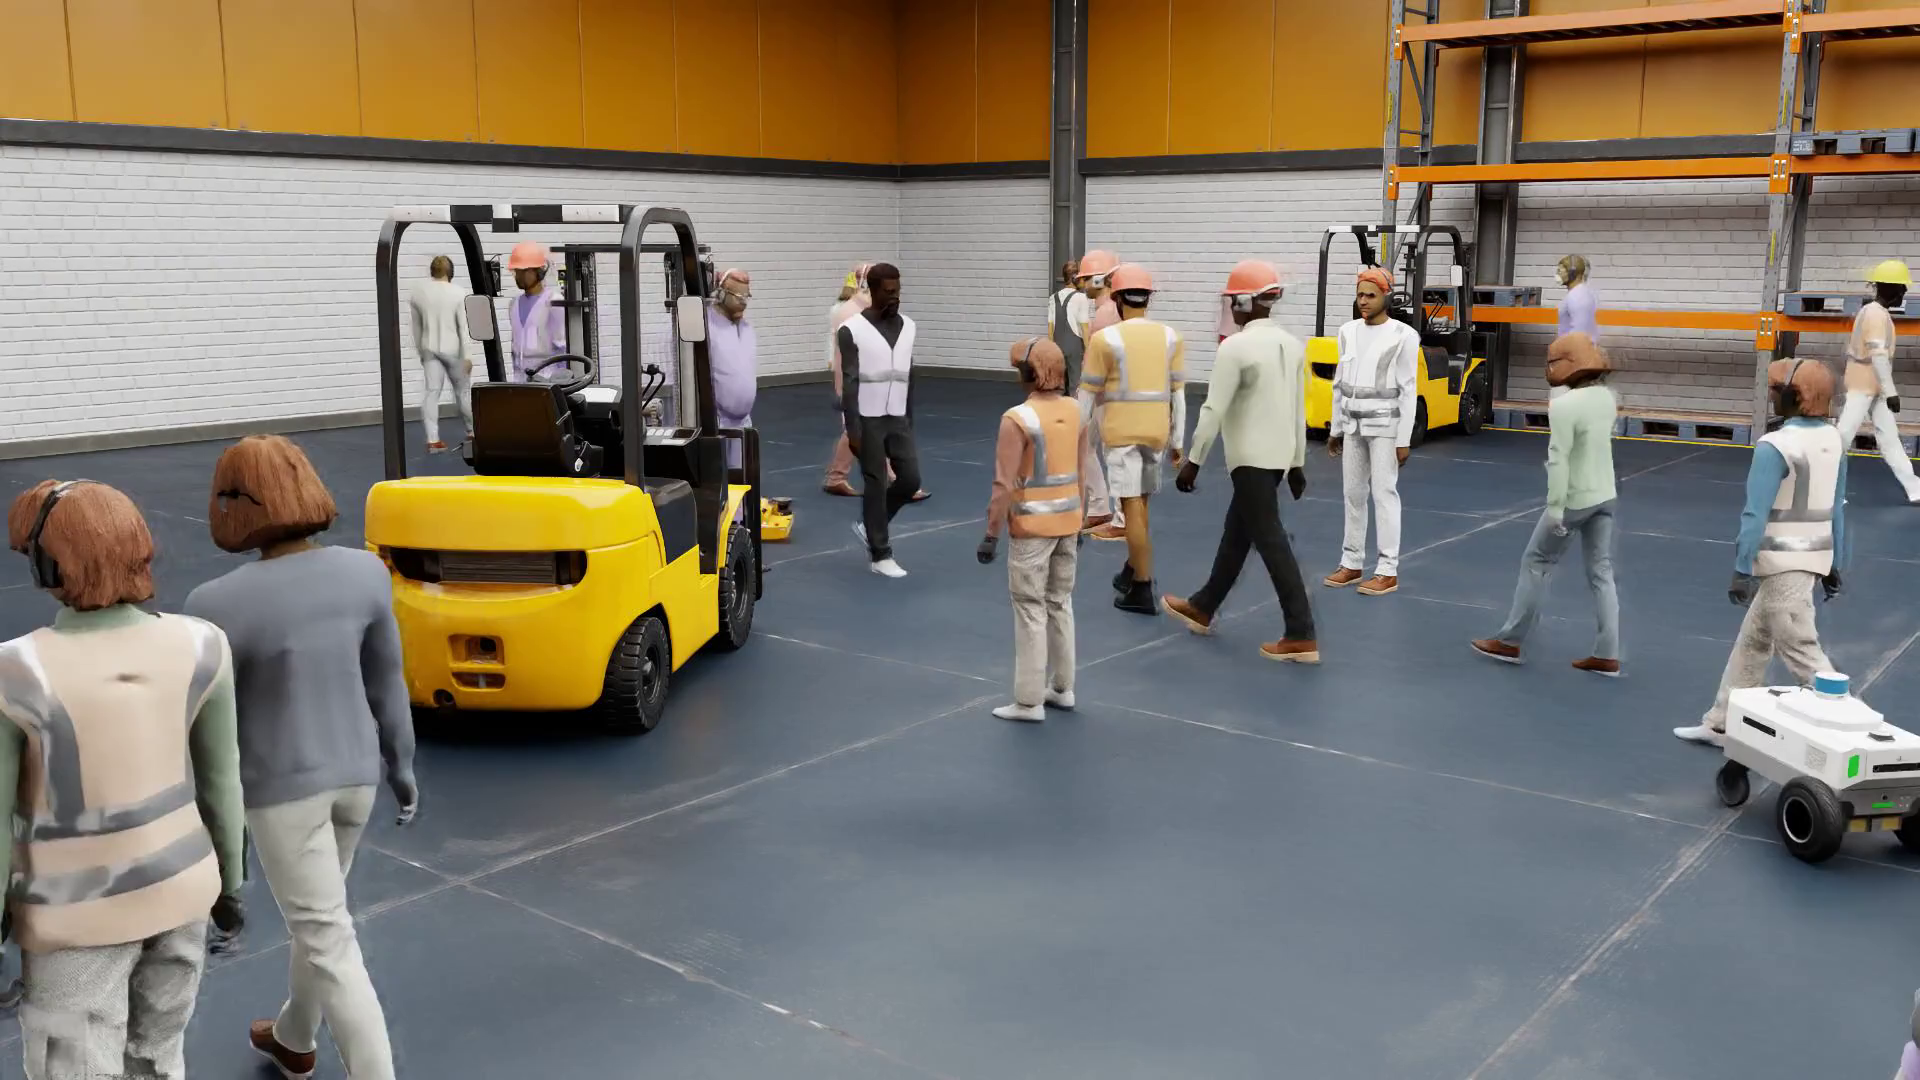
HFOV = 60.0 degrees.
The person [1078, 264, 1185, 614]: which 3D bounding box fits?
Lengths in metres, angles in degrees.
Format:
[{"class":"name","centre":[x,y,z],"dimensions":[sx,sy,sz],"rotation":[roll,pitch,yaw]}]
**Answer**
[{"class":"person","centre":[0.921,-0.574,9.275],"dimensions":[0.576,1.888,0.849],"rotation":[-4,11,-21]}]

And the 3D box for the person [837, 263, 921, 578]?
[{"class":"person","centre":[-0.515,-0.726,10.119],"dimensions":[0.611,1.895,0.503],"rotation":[-9,14,-41]}]

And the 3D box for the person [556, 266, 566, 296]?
[{"class":"person","centre":[-3.559,-1.613,15.249],"dimensions":[0.414,1.822,0.614],"rotation":[4,11,21]}]

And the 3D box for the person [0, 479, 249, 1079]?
[{"class":"person","centre":[-1.504,0.694,3.031],"dimensions":[0.685,1.621,0.521],"rotation":[6,12,32]}]

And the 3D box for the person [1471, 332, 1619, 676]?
[{"class":"person","centre":[2.843,-0.177,7.900],"dimensions":[0.512,1.601,0.735],"rotation":[-7,12,-33]}]

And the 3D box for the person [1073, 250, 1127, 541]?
[{"class":"person","centre":[0.936,-0.957,11.213],"dimensions":[0.612,1.963,0.608],"rotation":[1,10,6]}]

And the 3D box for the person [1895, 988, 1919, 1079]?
[{"class":"person","centre":[1.253,0.785,1.779],"dimensions":[0.617,1.875,0.962],"rotation":[0,10,-2]}]

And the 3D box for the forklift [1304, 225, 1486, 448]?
[{"class":"forklift","centre":[4.449,-2.115,16.993],"dimensions":[1.214,2.155,2.313],"rotation":[8,13,38]}]

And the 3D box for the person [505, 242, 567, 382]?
[{"class":"person","centre":[-2.997,-1.143,12.080],"dimensions":[0.626,2.028,0.733],"rotation":[7,12,35]}]

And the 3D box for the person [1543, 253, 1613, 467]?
[{"class":"person","centre":[5.469,-1.562,14.708],"dimensions":[0.490,1.920,0.643],"rotation":[5,11,25]}]

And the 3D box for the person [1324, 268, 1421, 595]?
[{"class":"person","centre":[2.382,-0.626,9.623],"dimensions":[0.349,1.879,0.578],"rotation":[-7,12,-33]}]

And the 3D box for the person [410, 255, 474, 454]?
[{"class":"person","centre":[-4.992,-1.816,16.184],"dimensions":[0.655,1.883,1.004],"rotation":[1,10,8]}]

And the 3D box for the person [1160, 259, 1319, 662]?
[{"class":"person","centre":[1.405,-0.401,8.211],"dimensions":[1.043,1.935,0.629],"rotation":[9,13,39]}]

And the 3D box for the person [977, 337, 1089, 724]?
[{"class":"person","centre":[0.331,-0.033,7.011],"dimensions":[0.348,1.638,0.530],"rotation":[9,14,41]}]

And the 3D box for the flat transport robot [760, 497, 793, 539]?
[{"class":"flat transport robot","centre":[-1.888,-0.156,11.467],"dimensions":[1.431,0.197,0.652],"rotation":[0,10,-2]}]

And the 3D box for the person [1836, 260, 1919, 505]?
[{"class":"person","centre":[7.031,-1.175,12.666],"dimensions":[1.025,1.870,0.606],"rotation":[6,12,30]}]

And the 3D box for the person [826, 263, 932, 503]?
[{"class":"person","centre":[-0.672,-1.221,12.980],"dimensions":[0.986,1.852,0.664],"rotation":[4,11,23]}]

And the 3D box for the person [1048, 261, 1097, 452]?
[{"class":"person","centre":[1.064,-1.737,15.888],"dimensions":[0.505,1.839,0.344],"rotation":[10,14,44]}]

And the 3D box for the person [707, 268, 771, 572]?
[{"class":"person","centre":[-1.541,-0.729,10.219],"dimensions":[0.723,1.873,0.667],"rotation":[5,11,27]}]

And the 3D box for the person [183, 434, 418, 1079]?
[{"class":"person","centre":[-1.547,0.560,3.774],"dimensions":[0.795,1.596,0.518],"rotation":[6,12,31]}]

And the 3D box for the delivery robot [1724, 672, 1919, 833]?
[{"class":"delivery robot","centre":[2.958,0.694,5.690],"dimensions":[0.477,0.478,0.707],"rotation":[-2,10,-9]}]

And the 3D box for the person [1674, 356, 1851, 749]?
[{"class":"person","centre":[3.190,0.104,6.332],"dimensions":[0.521,1.601,0.860],"rotation":[-8,13,-36]}]

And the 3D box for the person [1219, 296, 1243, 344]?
[{"class":"person","centre":[3.279,-2.403,19.925],"dimensions":[0.343,1.720,0.628],"rotation":[-4,11,-20]}]

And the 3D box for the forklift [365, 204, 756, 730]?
[{"class":"forklift","centre":[-1.766,-0.406,7.525],"dimensions":[1.214,2.155,2.313],"rotation":[1,10,7]}]

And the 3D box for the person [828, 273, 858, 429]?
[{"class":"person","centre":[-1.141,-1.913,17.230],"dimensions":[0.501,1.719,0.755],"rotation":[-4,11,-23]}]
